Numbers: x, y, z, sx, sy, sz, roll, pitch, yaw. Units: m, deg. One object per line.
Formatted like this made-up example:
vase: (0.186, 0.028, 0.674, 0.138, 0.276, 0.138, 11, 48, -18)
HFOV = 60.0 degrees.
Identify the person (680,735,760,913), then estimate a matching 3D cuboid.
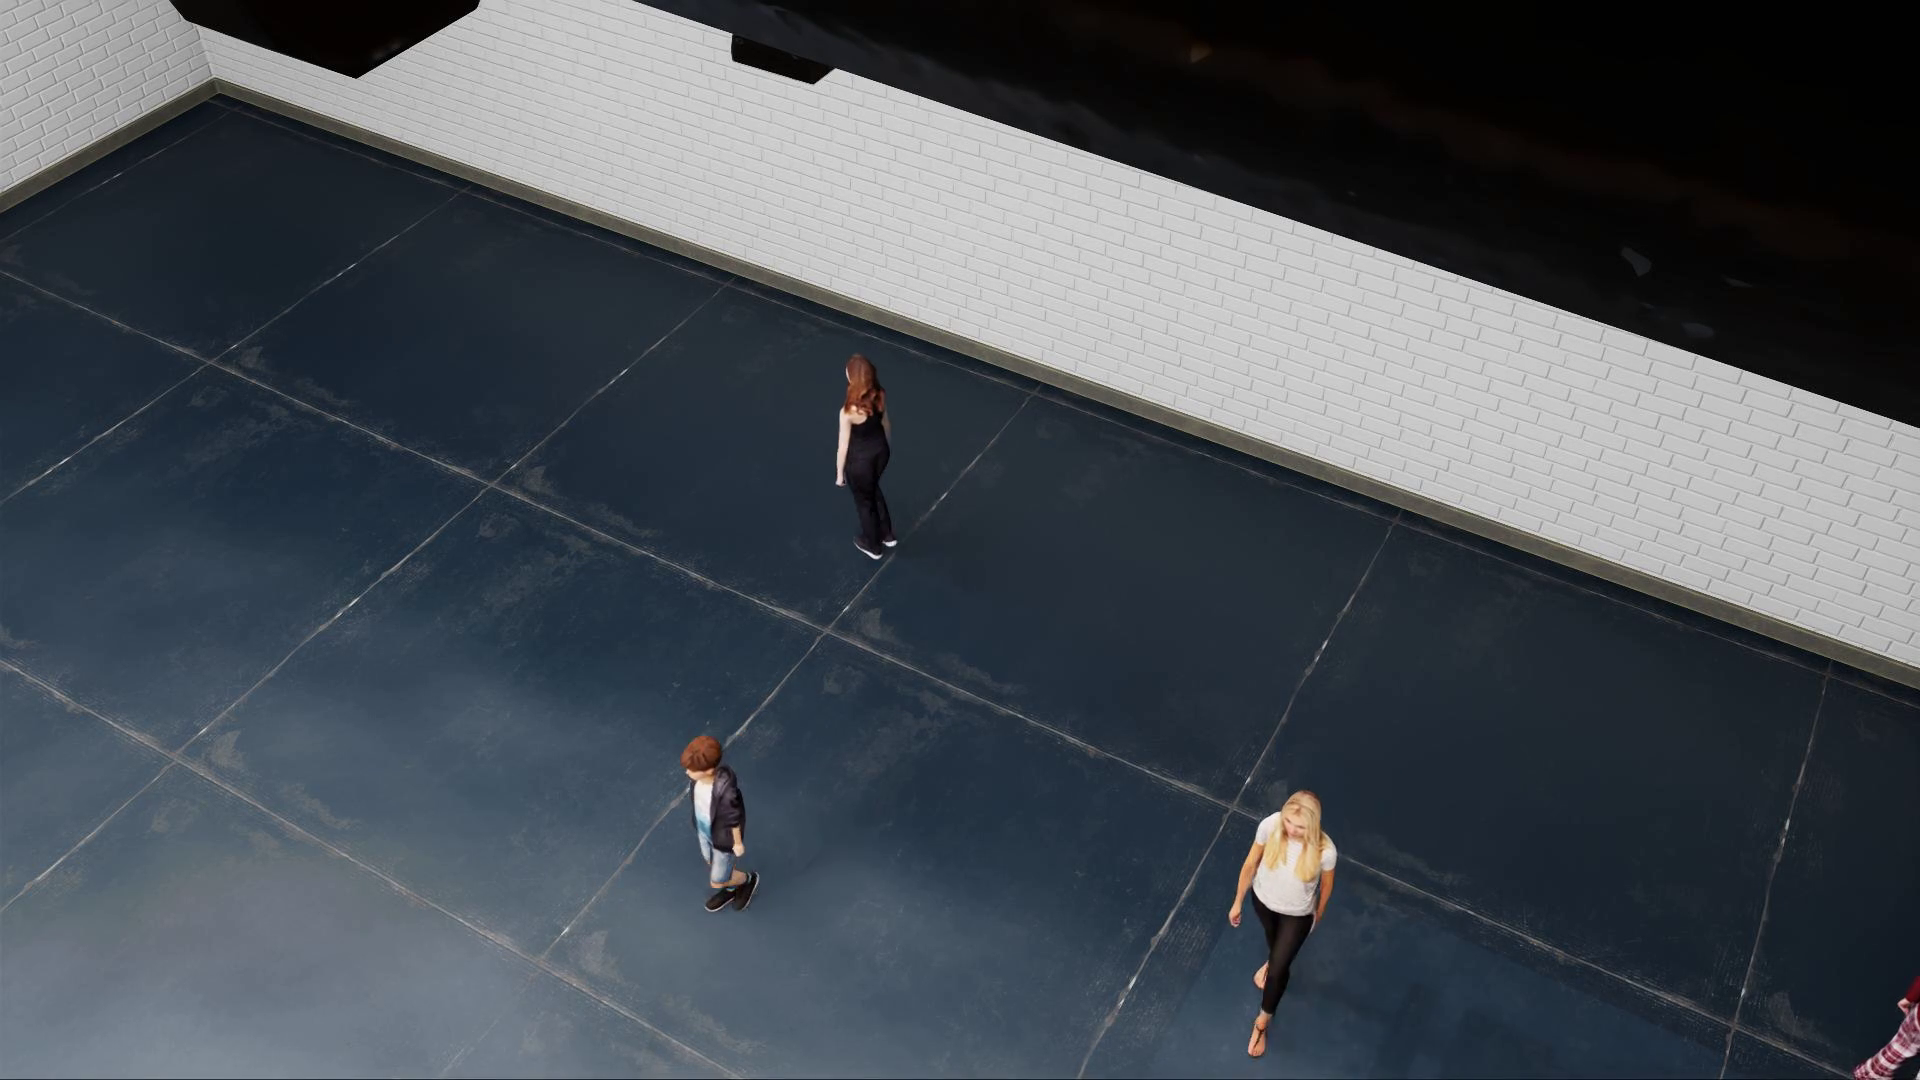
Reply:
person: (-1.306, 1.584, 9.320, 0.643, 1.433, 0.613, -33, 53, -30)

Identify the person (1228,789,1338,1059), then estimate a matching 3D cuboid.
person: (1.738, 1.836, 8.789, 0.592, 1.801, 0.896, 24, 48, 23)

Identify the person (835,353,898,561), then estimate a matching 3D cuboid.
person: (-0.569, -0.507, 11.291, 0.731, 1.742, 0.656, 33, 53, 30)
